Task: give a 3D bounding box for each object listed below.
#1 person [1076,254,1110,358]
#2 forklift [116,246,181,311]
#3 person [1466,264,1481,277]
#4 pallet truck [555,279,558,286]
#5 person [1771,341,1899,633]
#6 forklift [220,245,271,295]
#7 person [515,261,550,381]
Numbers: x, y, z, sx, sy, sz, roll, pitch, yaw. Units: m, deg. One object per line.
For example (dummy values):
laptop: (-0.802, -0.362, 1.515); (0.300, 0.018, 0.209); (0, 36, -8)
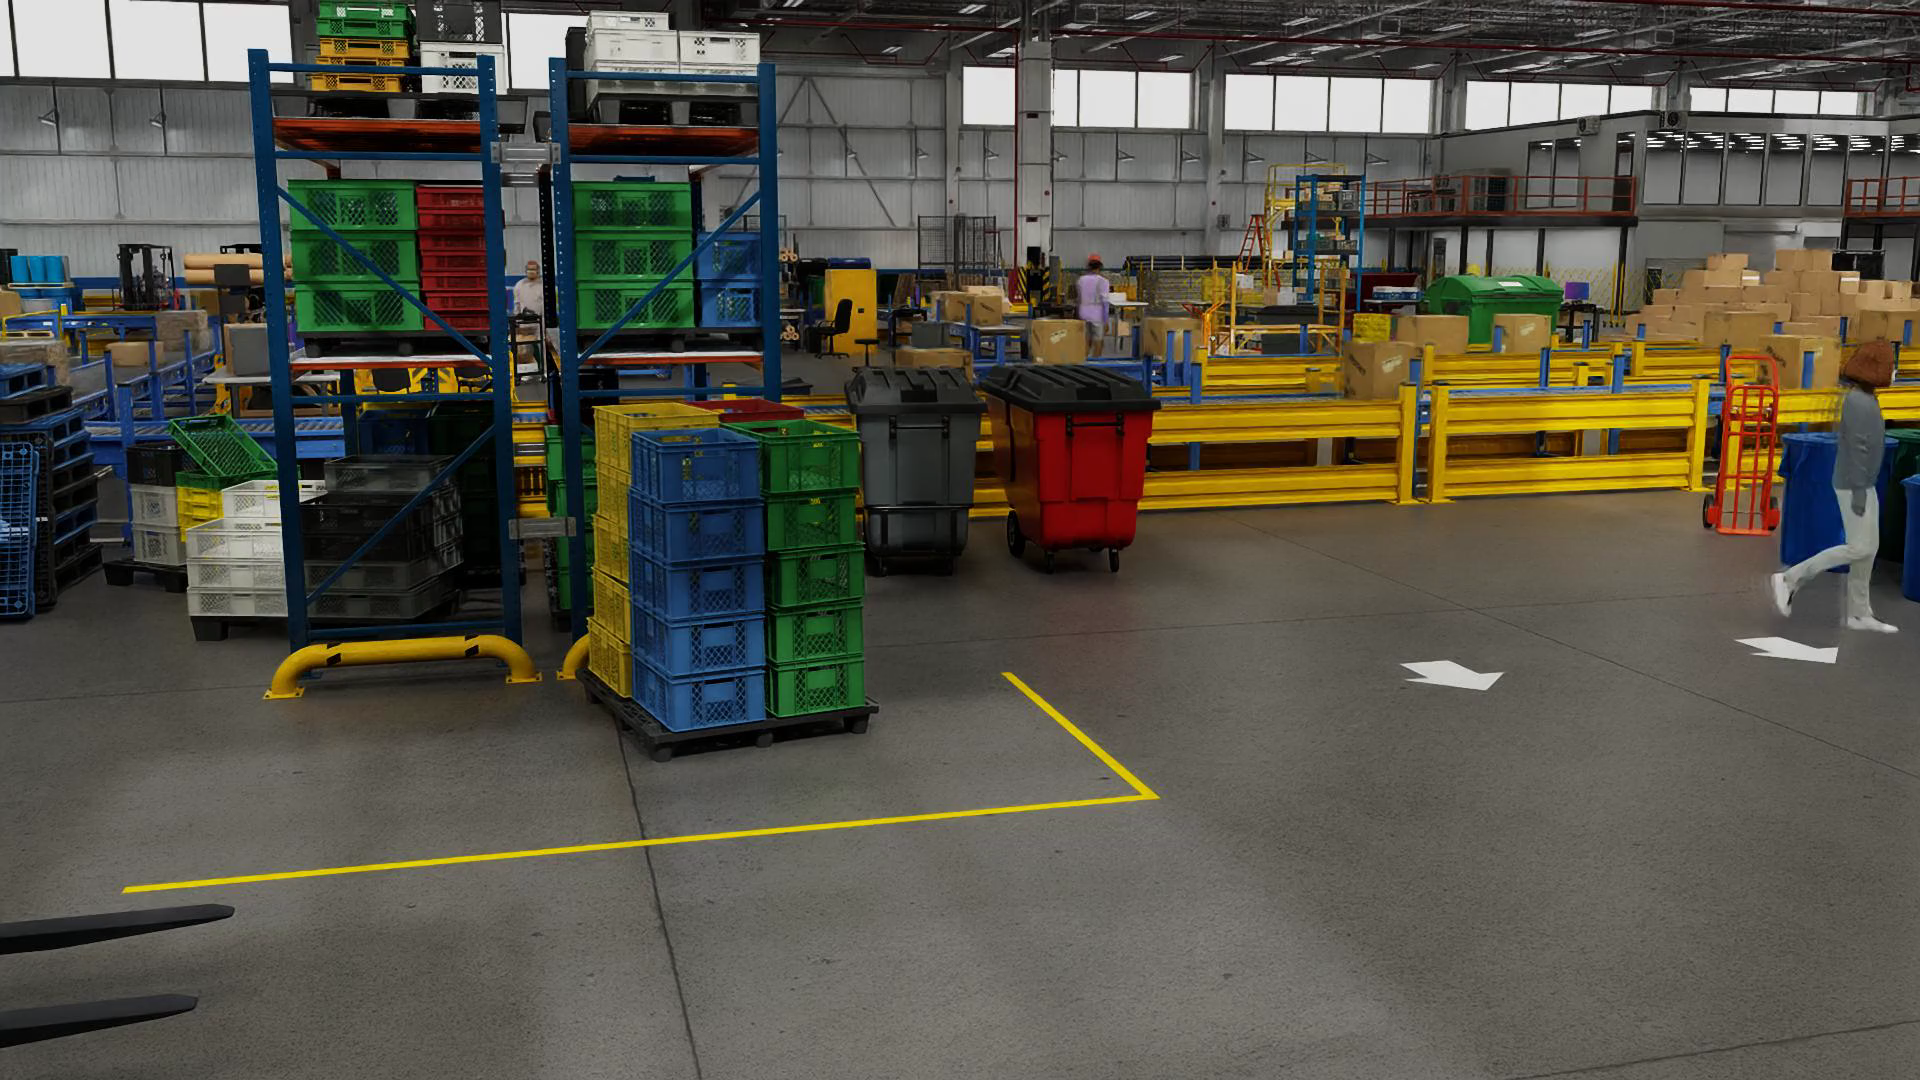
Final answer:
person: (2.093, -3.489, 26.224); (0.644, 2.009, 0.537); (7, 12, 33)
forklift: (-19.966, -6.232, 40.894); (1.157, 1.987, 2.680); (-3, 10, -15)
person: (9.509, -4.272, 31.204); (0.634, 1.797, 0.613); (-2, 10, -13)
pallet truck: (-10.604, -6.375, 44.520); (0.653, 1.274, 1.630); (-3, 10, -15)
person: (4.887, -0.291, 9.167); (0.572, 1.615, 0.514); (7, 12, 34)
forklift: (-17.749, -6.334, 41.440); (1.157, 1.987, 2.680); (-3, 10, -17)
person: (-6.716, -3.446, 26.262); (0.645, 1.901, 0.400); (1, 10, 8)
